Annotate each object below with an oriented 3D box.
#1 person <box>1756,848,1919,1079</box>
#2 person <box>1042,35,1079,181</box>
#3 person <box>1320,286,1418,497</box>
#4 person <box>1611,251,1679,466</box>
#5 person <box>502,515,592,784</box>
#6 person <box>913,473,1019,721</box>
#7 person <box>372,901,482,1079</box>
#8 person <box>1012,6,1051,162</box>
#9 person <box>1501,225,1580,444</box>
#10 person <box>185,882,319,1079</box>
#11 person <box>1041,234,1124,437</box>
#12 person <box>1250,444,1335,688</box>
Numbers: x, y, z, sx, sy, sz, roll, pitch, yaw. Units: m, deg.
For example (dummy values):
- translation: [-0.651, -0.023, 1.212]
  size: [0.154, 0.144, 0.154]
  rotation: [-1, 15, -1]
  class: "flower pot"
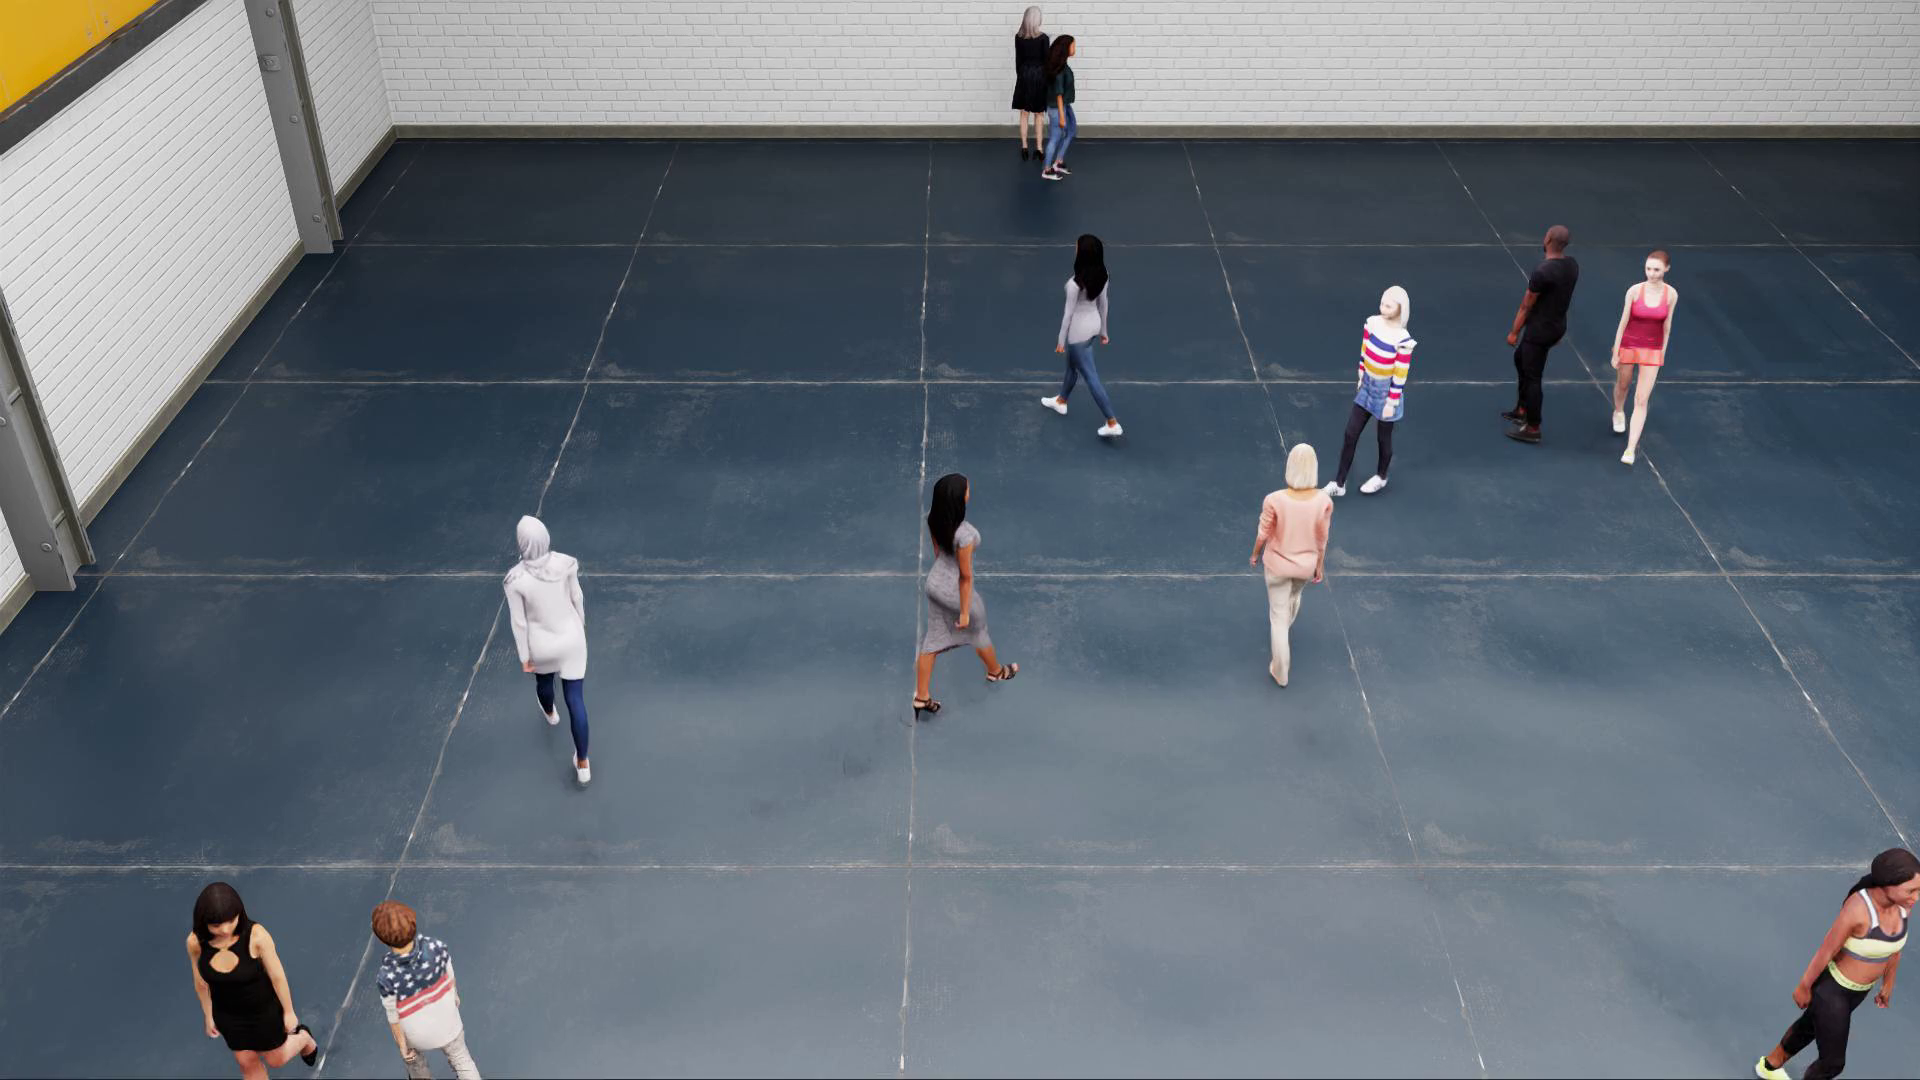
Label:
- translation: [4.145, 2.075, 7.966]
  size: [0.742, 1.735, 0.866]
  rotation: [-12, 35, -17]
  class: "person"
- translation: [1.012, -4.775, 18.391]
  size: [0.686, 1.603, 0.587]
  rotation: [4, 34, 6]
  class: "person"
- translation: [3.286, -1.135, 12.748]
  size: [1.003, 1.787, 0.988]
  rotation: [-20, 39, -28]
  class: "person"
- translation: [5.477, -1.538, 13.438]
  size: [0.832, 1.695, 1.223]
  rotation: [10, 35, 14]
  class: "person"
- translation: [-2.422, 0.690, 10.056]
  size: [0.895, 1.728, 1.202]
  rotation: [-12, 36, -18]
  class: "person"
- translation: [-0.132, 0.410, 10.459]
  size: [1.070, 1.749, 1.046]
  rotation: [-25, 41, -33]
  class: "person"
- translation: [-2.511, 2.293, 7.923]
  size: [0.860, 1.420, 0.969]
  rotation: [-25, 41, -32]
  class: "person"
- translation: [0.824, -5.173, 18.859]
  size: [0.679, 1.747, 0.686]
  rotation: [13, 36, 19]
  class: "person"
- translation: [4.782, -1.622, 13.484]
  size: [0.890, 1.783, 0.832]
  rotation: [25, 41, 33]
  class: "person"
- translation: [-3.352, 2.170, 7.917]
  size: [0.590, 1.631, 0.785]
  rotation: [0, 34, -1]
  class: "person"
- translation: [1.081, -1.625, 13.568]
  size: [1.179, 1.696, 1.141]
  rotation: [28, 43, 35]
  class: "person"
- translation: [2.161, 0.209, 10.808]
  size: [0.623, 1.698, 0.934]
  rotation: [-2, 34, -3]
  class: "person"
